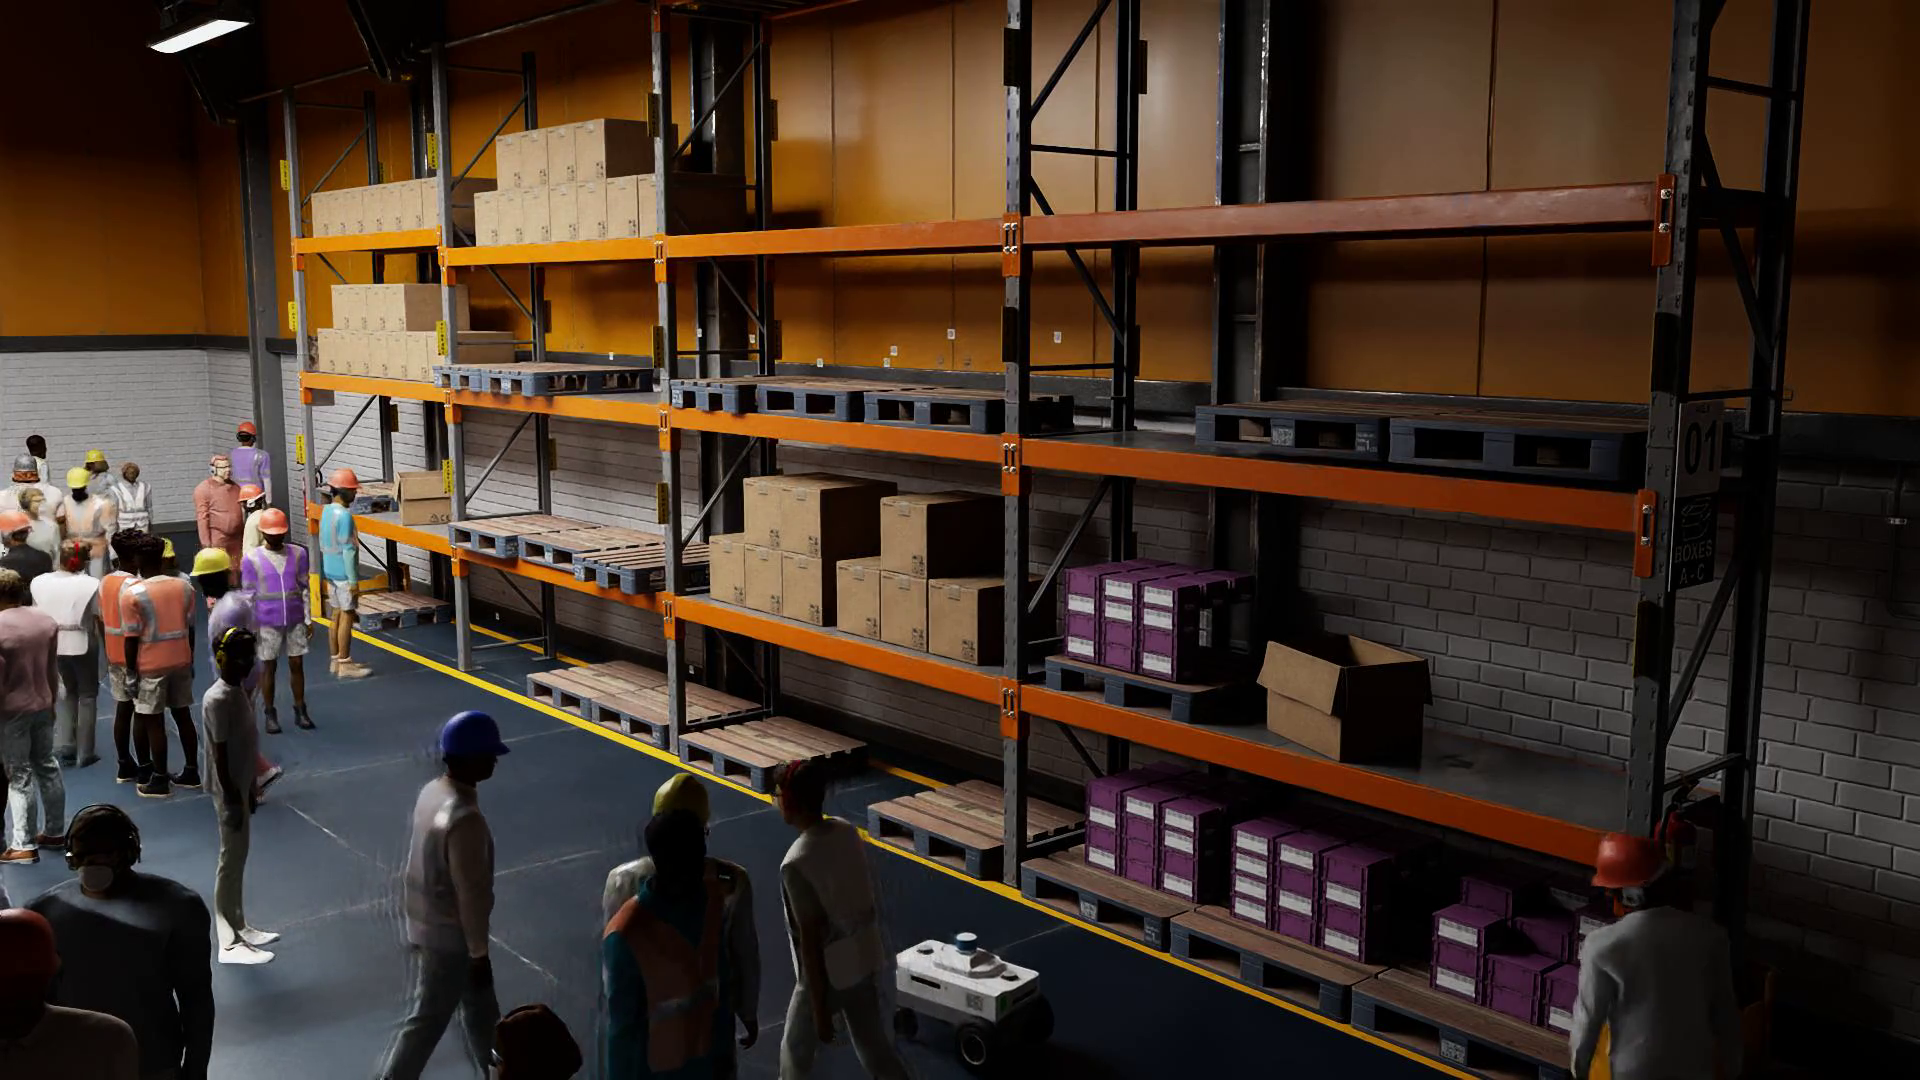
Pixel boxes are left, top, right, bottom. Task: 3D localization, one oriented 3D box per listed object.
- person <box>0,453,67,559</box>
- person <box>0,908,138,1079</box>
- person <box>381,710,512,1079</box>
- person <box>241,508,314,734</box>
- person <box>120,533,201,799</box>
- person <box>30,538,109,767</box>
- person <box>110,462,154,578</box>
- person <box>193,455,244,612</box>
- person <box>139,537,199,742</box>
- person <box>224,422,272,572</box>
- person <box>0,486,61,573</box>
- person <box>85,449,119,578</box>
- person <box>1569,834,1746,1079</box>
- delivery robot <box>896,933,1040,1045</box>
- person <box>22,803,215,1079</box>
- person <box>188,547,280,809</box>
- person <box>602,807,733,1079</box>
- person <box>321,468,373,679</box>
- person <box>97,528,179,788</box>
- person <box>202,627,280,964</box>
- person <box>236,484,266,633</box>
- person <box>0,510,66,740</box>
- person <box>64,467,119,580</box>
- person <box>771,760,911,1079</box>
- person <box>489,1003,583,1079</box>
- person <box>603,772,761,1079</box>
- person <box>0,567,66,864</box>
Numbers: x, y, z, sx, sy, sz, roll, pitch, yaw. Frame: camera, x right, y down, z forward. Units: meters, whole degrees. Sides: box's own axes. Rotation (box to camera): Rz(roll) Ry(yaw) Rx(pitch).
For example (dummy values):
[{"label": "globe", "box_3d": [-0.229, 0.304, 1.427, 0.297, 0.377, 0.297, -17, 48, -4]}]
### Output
[{"label": "person", "box_3d": [-9.934, 0.079, 17.798, 0.673, 2.000, 0.536, -6, 10, -37]}, {"label": "person", "box_3d": [-2.630, 1.991, 4.712, 0.620, 1.986, 0.410, -3, 9, -22]}, {"label": "person", "box_3d": [-2.222, 1.683, 7.191, 0.911, 1.899, 0.645, -5, 9, -30]}, {"label": "person", "box_3d": [-5.746, 0.678, 14.048, 0.549, 1.925, 0.384, -7, 11, -39]}, {"label": "person", "box_3d": [-5.897, 0.919, 12.274, 0.387, 1.958, 0.599, 4, 9, 24]}, {"label": "person", "box_3d": [-6.896, 0.880, 12.989, 0.592, 1.819, 0.494, 0, 8, 1]}, {"label": "person", "box_3d": [-10.527, -0.189, 21.131, 0.516, 1.621, 0.544, -7, 11, -40]}, {"label": "person", "box_3d": [-8.365, -0.018, 18.928, 0.406, 1.911, 0.639, 3, 9, 20]}, {"label": "person", "box_3d": [-6.671, 0.805, 13.918, 0.498, 1.702, 0.889, -7, 11, -41]}, {"label": "person", "box_3d": [-9.557, -0.575, 22.388, 0.601, 2.036, 0.405, -1, 8, -5]}, {"label": "person", "box_3d": [-8.627, 0.450, 15.634, 0.776, 1.914, 0.652, 1, 8, 7]}, {"label": "person", "box_3d": [-11.137, -0.309, 21.546, 0.494, 1.739, 0.324, 2, 9, 16]}, {"label": "person", "box_3d": [2.533, 1.923, 6.107, 0.591, 1.707, 0.461, -1, 8, -10]}, {"label": "delivery robot", "box_3d": [0.029, 2.162, 8.113, 0.707, 0.478, 0.477, 6, 10, 37]}, {"label": "person", "box_3d": [-2.927, 1.856, 5.799, 0.630, 1.940, 0.372, -2, 8, -14]}, {"label": "person", "box_3d": [-5.228, 0.995, 11.889, 0.447, 1.905, 0.604, -5, 9, -29]}, {"label": "person", "box_3d": [-1.108, 1.852, 5.996, 0.768, 1.893, 0.603, 4, 9, 26]}, {"label": "person", "box_3d": [-5.952, 0.319, 16.132, 0.396, 2.038, 0.614, -6, 10, -38]}, {"label": "person", "box_3d": [-6.193, 0.880, 12.484, 0.610, 1.965, 0.364, 6, 10, 35]}, {"label": "person", "box_3d": [-4.003, 1.401, 9.223, 0.331, 1.865, 0.519, -2, 8, -14]}, {"label": "person", "box_3d": [-7.370, 0.281, 17.446, 0.355, 1.737, 0.573, -1, 8, -6]}, {"label": "person", "box_3d": [-7.727, 0.712, 13.768, 1.044, 1.937, 0.653, 2, 8, 13]}, {"label": "person", "box_3d": [-9.592, 0.093, 18.331, 0.600, 1.874, 0.852, -2, 8, -15]}, {"label": "person", "box_3d": [-0.479, 1.796, 6.829, 0.985, 1.778, 0.560, 5, 9, 30]}, {"label": "person", "box_3d": [-1.230, 2.142, 4.865, 0.280, 1.633, 0.500, -5, 10, -32]}, {"label": "person", "box_3d": [-1.076, 1.809, 6.491, 0.602, 1.830, 0.404, 0, 8, -2]}, {"label": "person", "box_3d": [-6.117, 1.134, 10.814, 0.362, 1.938, 0.631, 2, 8, 13]}]
